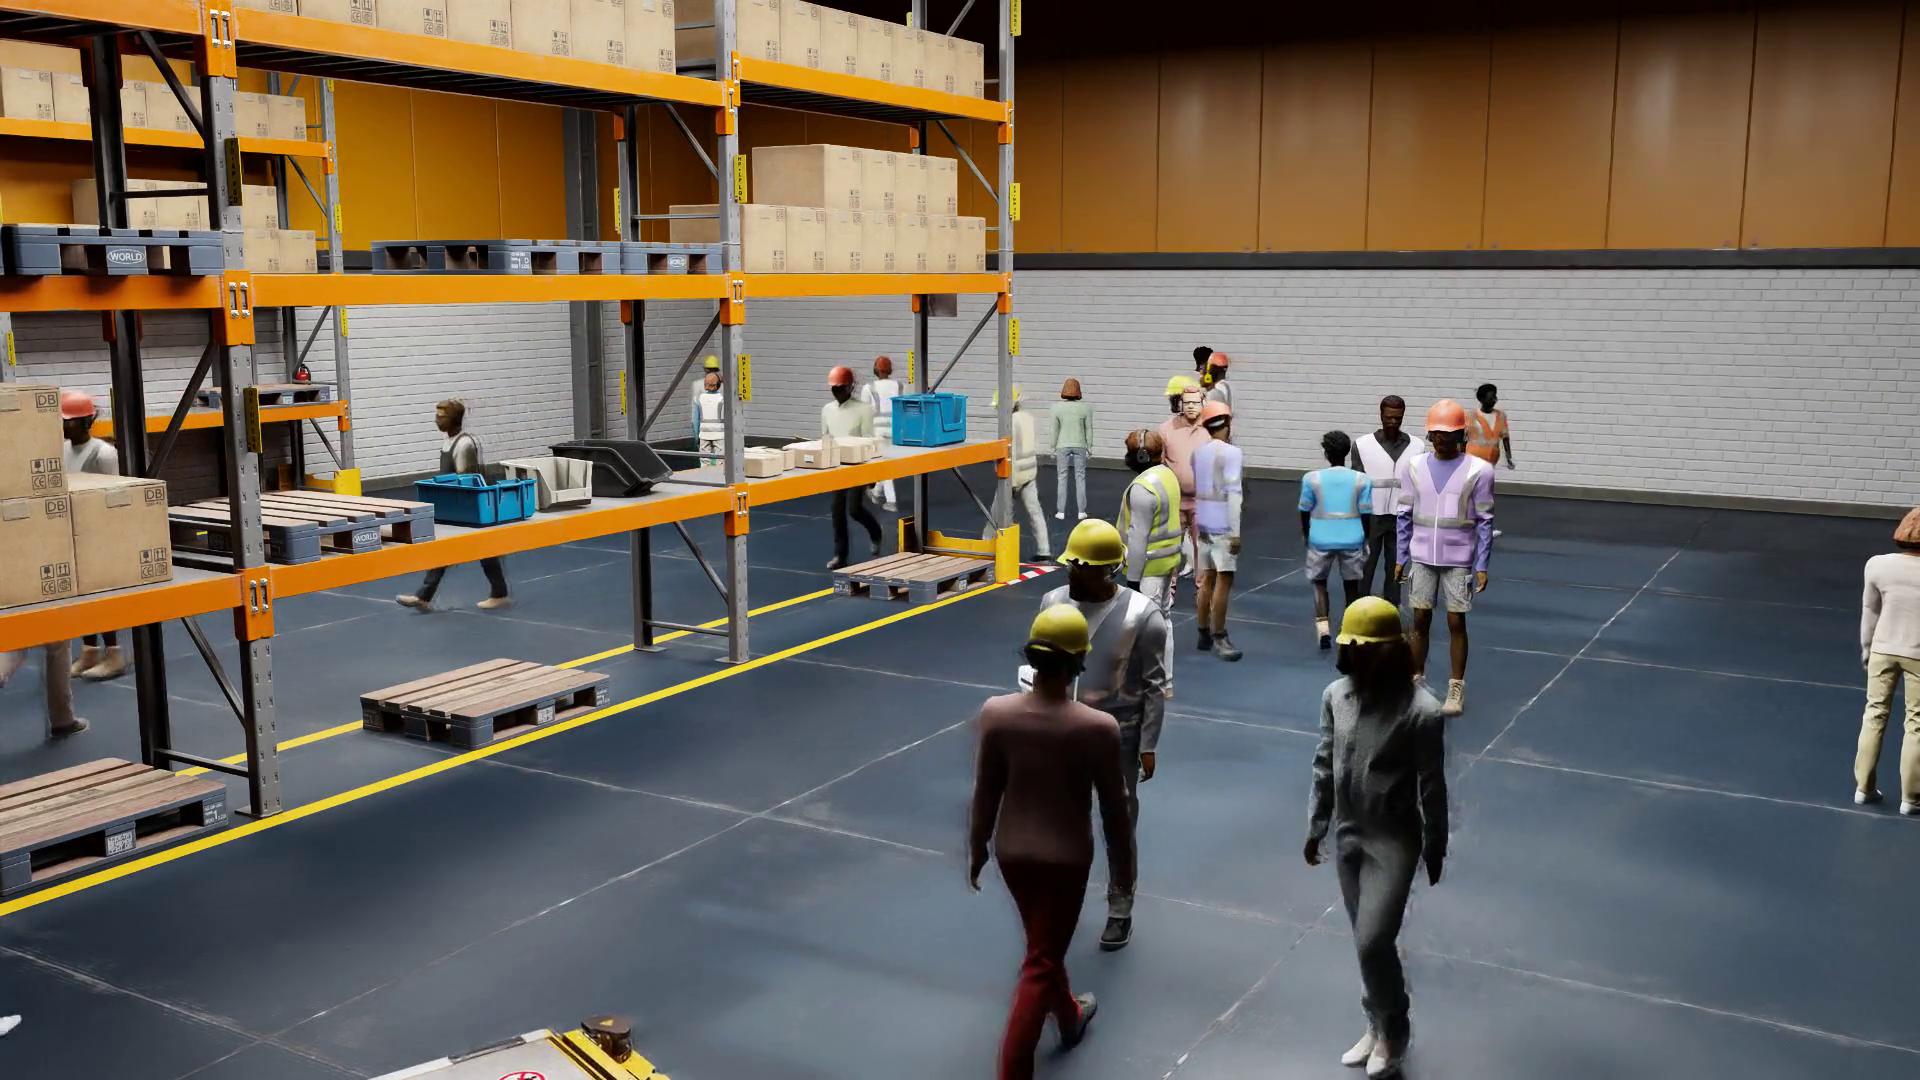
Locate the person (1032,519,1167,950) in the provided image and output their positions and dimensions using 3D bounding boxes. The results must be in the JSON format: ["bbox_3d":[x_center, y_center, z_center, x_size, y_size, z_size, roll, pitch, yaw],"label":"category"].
[{"bbox_3d":[0.568,0.810,7.023,0.591,1.829,0.404,5,10,28],"label":"person"}]

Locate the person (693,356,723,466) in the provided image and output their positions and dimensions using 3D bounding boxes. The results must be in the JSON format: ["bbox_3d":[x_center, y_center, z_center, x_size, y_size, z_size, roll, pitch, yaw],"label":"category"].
[{"bbox_3d":[-3.356,-1.652,22.723,0.538,1.712,0.899,-5,11,-31],"label":"person"}]

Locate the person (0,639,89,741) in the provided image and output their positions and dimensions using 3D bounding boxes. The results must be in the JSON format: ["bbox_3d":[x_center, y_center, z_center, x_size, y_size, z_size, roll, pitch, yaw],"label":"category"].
[{"bbox_3d":[-5.572,0.289,9.864,0.613,1.963,0.763,1,9,7],"label":"person"}]

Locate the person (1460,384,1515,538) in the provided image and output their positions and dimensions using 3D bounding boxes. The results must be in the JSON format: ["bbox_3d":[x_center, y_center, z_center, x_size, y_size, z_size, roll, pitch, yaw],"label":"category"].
[{"bbox_3d":[5.697,-0.881,18.125,0.542,1.653,0.861,-4,10,-21],"label":"person"}]

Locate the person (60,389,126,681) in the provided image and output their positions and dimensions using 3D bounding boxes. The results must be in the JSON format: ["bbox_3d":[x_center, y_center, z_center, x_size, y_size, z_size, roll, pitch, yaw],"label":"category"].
[{"bbox_3d":[-6.158,-0.032,11.636,0.629,2.038,0.443,6,11,32],"label":"person"}]

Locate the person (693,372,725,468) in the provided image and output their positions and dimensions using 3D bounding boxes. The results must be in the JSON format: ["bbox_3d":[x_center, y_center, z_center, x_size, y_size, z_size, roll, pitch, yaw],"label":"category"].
[{"bbox_3d":[-3.006,-1.227,20.334,0.524,1.638,0.308,2,9,15],"label":"person"}]

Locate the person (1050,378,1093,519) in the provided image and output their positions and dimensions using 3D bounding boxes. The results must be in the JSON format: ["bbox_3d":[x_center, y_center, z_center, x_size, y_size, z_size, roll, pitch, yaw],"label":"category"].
[{"bbox_3d":[1.287,-1.050,19.240,0.500,1.633,0.280,0,9,2],"label":"person"}]

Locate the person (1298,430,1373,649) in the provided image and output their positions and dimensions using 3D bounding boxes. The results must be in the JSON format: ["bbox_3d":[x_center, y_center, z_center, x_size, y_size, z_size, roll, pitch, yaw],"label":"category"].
[{"bbox_3d":[2.803,0.022,12.415,0.545,1.674,0.450,1,9,5],"label":"person"}]

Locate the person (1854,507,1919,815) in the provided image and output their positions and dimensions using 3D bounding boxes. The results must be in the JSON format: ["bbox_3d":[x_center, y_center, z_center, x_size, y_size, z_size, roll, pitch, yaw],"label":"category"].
[{"bbox_3d":[4.996,0.631,8.770,0.270,1.627,0.499,-7,12,-39],"label":"person"}]

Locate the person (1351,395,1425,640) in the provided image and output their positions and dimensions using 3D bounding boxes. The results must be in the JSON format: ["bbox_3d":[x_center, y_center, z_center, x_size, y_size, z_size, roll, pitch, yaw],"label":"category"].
[{"bbox_3d":[3.283,-0.167,12.853,0.595,1.915,0.371,-1,9,-8],"label":"person"}]

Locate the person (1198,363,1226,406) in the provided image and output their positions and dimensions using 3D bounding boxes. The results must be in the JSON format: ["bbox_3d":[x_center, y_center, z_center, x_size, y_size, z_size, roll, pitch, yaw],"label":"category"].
[{"bbox_3d":[2.703,-1.048,18.554,0.694,1.846,0.550,3,10,19],"label":"person"}]

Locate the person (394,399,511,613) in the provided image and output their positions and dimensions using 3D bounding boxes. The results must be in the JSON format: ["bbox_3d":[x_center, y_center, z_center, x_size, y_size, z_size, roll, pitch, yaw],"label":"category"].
[{"bbox_3d":[-4.239,-0.274,13.888,0.961,1.793,0.563,-6,11,-34],"label":"person"}]

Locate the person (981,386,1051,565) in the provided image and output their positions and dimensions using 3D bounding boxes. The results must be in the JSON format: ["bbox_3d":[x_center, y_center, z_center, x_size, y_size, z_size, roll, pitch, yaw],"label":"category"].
[{"bbox_3d":[0.485,-0.636,16.231,0.950,1.760,0.624,6,11,33],"label":"person"}]

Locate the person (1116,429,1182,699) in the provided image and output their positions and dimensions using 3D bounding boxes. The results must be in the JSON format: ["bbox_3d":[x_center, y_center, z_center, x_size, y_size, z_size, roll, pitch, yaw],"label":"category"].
[{"bbox_3d":[1.223,0.189,10.908,0.431,1.835,0.623,4,10,22],"label":"person"}]

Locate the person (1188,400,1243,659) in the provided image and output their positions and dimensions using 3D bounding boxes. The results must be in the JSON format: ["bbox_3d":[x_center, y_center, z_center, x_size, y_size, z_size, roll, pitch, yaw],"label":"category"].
[{"bbox_3d":[1.969,-0.079,12.418,0.349,1.897,0.738,-4,10,-24],"label":"person"}]

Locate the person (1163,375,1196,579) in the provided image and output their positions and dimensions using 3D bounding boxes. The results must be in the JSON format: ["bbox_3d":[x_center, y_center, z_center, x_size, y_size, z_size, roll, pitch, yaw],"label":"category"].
[{"bbox_3d":[2.084,-0.563,15.359,0.466,1.911,0.587,8,12,43],"label":"person"}]

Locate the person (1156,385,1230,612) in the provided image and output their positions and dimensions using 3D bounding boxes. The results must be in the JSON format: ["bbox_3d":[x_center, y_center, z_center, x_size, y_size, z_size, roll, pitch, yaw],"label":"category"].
[{"bbox_3d":[1.932,-0.344,13.984,0.642,1.909,0.410,1,9,8],"label":"person"}]

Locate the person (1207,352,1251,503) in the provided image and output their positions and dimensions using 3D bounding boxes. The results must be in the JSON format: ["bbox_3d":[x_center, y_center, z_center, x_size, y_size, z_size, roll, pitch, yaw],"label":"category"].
[{"bbox_3d":[3.124,-1.259,19.650,0.547,1.919,0.564,3,9,16],"label":"person"}]

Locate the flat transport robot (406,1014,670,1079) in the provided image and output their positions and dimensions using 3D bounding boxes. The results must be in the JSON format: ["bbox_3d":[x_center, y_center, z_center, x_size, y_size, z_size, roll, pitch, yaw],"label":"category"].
[{"bbox_3d":[-1.594,1.869,5.260,1.431,0.197,0.652,-7,11,-37],"label":"flat transport robot"}]

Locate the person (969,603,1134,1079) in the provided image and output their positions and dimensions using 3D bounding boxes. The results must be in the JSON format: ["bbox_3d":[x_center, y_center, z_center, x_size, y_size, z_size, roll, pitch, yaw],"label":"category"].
[{"bbox_3d":[0.319,1.071,5.743,0.545,1.705,0.905,5,10,29],"label":"person"}]

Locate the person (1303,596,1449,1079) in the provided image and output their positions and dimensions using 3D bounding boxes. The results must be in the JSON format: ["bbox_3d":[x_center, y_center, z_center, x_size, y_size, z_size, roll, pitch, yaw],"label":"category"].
[{"bbox_3d":[1.453,1.045,5.862,0.443,1.723,0.498,-7,11,-37],"label":"person"}]

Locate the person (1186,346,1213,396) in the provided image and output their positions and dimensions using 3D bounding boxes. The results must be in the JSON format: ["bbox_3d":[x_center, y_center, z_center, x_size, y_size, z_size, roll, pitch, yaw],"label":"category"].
[{"bbox_3d":[2.940,-1.413,20.510,0.378,1.958,0.607,-3,10,-21],"label":"person"}]

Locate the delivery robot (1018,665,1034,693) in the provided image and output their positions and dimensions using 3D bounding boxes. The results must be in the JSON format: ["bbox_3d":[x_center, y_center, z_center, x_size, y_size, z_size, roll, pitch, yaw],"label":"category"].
[{"bbox_3d":[0.732,0.877,10.278,0.707,0.478,0.477,-4,10,-22],"label":"delivery robot"}]

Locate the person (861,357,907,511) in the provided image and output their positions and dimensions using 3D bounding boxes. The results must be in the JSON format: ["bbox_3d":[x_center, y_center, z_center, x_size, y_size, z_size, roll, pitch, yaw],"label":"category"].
[{"bbox_3d":[-0.962,-1.297,20.172,0.602,1.824,0.968,-5,10,-27],"label":"person"}]

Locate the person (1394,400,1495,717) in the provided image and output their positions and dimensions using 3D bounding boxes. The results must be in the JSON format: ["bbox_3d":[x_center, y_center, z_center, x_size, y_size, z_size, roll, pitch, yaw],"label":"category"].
[{"bbox_3d":[3.087,0.118,10.686,0.616,2.039,0.386,6,11,34],"label":"person"}]

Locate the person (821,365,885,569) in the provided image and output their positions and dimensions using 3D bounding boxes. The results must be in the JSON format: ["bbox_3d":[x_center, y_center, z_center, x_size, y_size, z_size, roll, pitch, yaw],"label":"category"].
[{"bbox_3d":[-1.043,-0.712,16.071,0.634,1.970,0.660,6,11,33],"label":"person"}]

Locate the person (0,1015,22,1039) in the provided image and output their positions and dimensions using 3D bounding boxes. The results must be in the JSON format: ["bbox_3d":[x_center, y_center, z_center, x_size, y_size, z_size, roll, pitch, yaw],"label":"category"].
[{"bbox_3d":[-3.822,1.130,5.774,0.524,1.590,0.875,5,10,28],"label":"person"}]
